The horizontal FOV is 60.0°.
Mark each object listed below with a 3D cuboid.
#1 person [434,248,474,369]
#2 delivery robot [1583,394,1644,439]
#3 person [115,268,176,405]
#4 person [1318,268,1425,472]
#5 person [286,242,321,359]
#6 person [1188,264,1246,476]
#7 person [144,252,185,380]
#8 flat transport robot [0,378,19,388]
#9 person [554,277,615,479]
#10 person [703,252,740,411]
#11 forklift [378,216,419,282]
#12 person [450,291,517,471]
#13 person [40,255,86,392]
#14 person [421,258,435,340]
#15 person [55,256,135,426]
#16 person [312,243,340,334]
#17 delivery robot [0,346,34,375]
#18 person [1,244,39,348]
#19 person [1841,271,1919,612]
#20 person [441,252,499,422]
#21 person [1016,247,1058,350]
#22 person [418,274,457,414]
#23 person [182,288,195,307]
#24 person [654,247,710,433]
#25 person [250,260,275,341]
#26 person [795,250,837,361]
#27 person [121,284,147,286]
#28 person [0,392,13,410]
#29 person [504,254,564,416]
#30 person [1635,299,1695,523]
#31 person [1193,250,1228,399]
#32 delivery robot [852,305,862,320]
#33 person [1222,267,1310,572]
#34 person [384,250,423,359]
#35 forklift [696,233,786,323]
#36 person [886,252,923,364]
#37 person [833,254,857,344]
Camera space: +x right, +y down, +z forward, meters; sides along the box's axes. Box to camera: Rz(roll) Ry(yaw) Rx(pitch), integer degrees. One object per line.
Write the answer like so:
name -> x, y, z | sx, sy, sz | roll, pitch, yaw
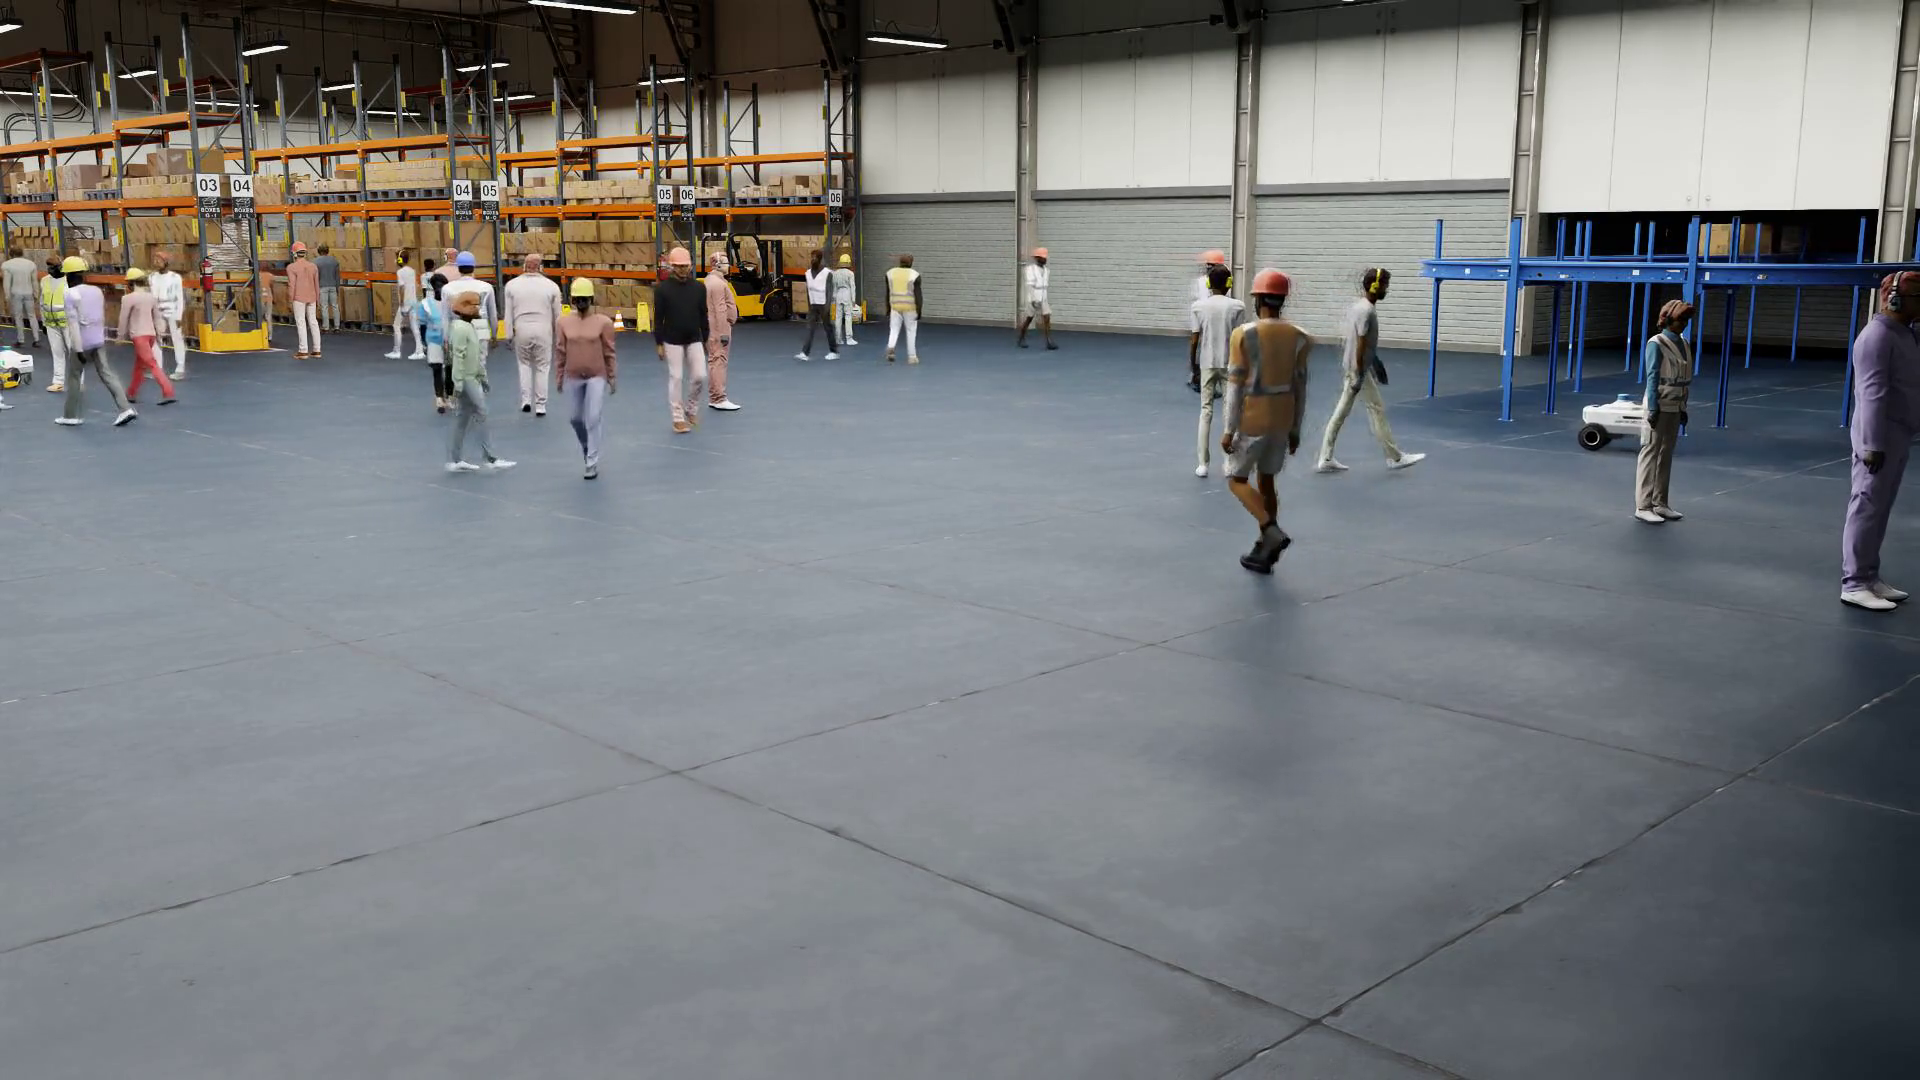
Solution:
person -> -8.069, -3.695, 26.545 | 0.647, 1.908, 0.409 | -7, 12, -33
delivery robot -> 6.579, -1.207, 16.526 | 0.707, 0.478, 0.477 | 6, 12, 29
person -> -10.261, -2.551, 20.864 | 0.958, 1.712, 0.524 | 2, 11, 12
person -> 3.679, -1.506, 14.878 | 0.975, 1.811, 0.558 | 1, 10, 3
person -> -11.341, -4.136, 28.705 | 0.396, 1.992, 0.623 | 6, 12, 32
person -> 2.269, -1.490, 14.653 | 0.521, 1.860, 0.328 | 2, 11, 13
person -> -11.635, -3.249, 24.225 | 0.606, 1.859, 0.775 | 3, 11, 14
flat transport robot -> -13.550, -2.128, 22.578 | 0.652, 0.197, 1.431 | 1, 10, 4
person -> -3.298, -1.451, 14.731 | 0.533, 1.752, 0.651 | 0, 10, 0
person -> -2.919, -2.551, 20.306 | 0.410, 1.909, 0.642 | -4, 11, -20
forklift -> -17.868, -9.201, 54.028 | 1.873, 2.768, 1.129 | -10, 14, -44
person -> -4.276, -1.411, 14.870 | 0.681, 1.606, 0.515 | -1, 10, -7
person -> -12.160, -2.925, 22.537 | 0.619, 1.840, 0.430 | 1, 10, 5
person -> -10.514, -4.814, 33.324 | 0.780, 1.658, 0.561 | 6, 12, 31
person -> -9.689, -2.206, 18.515 | 0.984, 1.886, 0.586 | 3, 11, 17
person -> -13.622, -5.401, 35.756 | 0.370, 1.941, 0.627 | 9, 14, 40
delivery robot -> -13.510, -2.507, 23.614 | 0.477, 0.478, 0.707 | 1, 10, 4
person -> -17.802, -4.629, 31.550 | 0.356, 1.936, 0.635 | 8, 13, 38
person -> 5.310, -0.571, 9.508 | 0.407, 1.910, 0.638 | 9, 13, 39
person -> -5.615, -2.343, 19.148 | 0.607, 1.903, 0.941 | -1, 10, -6
person -> 1.430, -4.529, 31.155 | 0.558, 1.896, 0.991 | -8, 13, -36
person -> -6.121, -2.326, 19.746 | 0.554, 1.636, 0.872 | -4, 11, -20
person -> -19.145, -6.323, 40.875 | 0.596, 1.904, 0.681 | -7, 13, -34
person -> -2.982, -2.140, 17.866 | 0.646, 1.975, 0.448 | -6, 12, -29
person -> -13.987, -4.793, 33.315 | 0.538, 1.616, 0.543 | -10, 14, -44
person -> -2.413, -3.987, 28.250 | 0.609, 1.863, 0.993 | 7, 13, 34
person -> -22.206, -7.005, 44.712 | 0.663, 1.862, 0.433 | -4, 11, -19
person -> -11.682, -2.311, 19.772 | 0.718, 1.609, 0.550 | 2, 11, 8
person -> -5.005, -2.419, 19.620 | 0.679, 1.887, 0.543 | -1, 10, -8
person -> 5.236, -0.959, 12.351 | 0.513, 1.640, 0.309 | -9, 14, -41
person -> 3.314, -2.804, 21.638 | 0.400, 1.922, 0.553 | -5, 11, -23
delivery robot -> -2.557, -5.479, 39.820 | 0.477, 0.478, 0.707 | -2, 10, -10
person -> 1.916, -0.731, 10.351 | 0.559, 1.914, 0.541 | -4, 11, -21
person -> -9.553, -4.015, 28.440 | 0.813, 1.840, 0.555 | 4, 11, 18
forklift -> -5.496, -6.489, 41.108 | 2.313, 2.155, 1.214 | -10, 14, -44
person -> -0.925, -3.822, 27.449 | 0.669, 1.828, 0.638 | 3, 11, 18
person -> -2.238, -4.689, 32.407 | 0.493, 1.743, 0.312 | 6, 12, 28
